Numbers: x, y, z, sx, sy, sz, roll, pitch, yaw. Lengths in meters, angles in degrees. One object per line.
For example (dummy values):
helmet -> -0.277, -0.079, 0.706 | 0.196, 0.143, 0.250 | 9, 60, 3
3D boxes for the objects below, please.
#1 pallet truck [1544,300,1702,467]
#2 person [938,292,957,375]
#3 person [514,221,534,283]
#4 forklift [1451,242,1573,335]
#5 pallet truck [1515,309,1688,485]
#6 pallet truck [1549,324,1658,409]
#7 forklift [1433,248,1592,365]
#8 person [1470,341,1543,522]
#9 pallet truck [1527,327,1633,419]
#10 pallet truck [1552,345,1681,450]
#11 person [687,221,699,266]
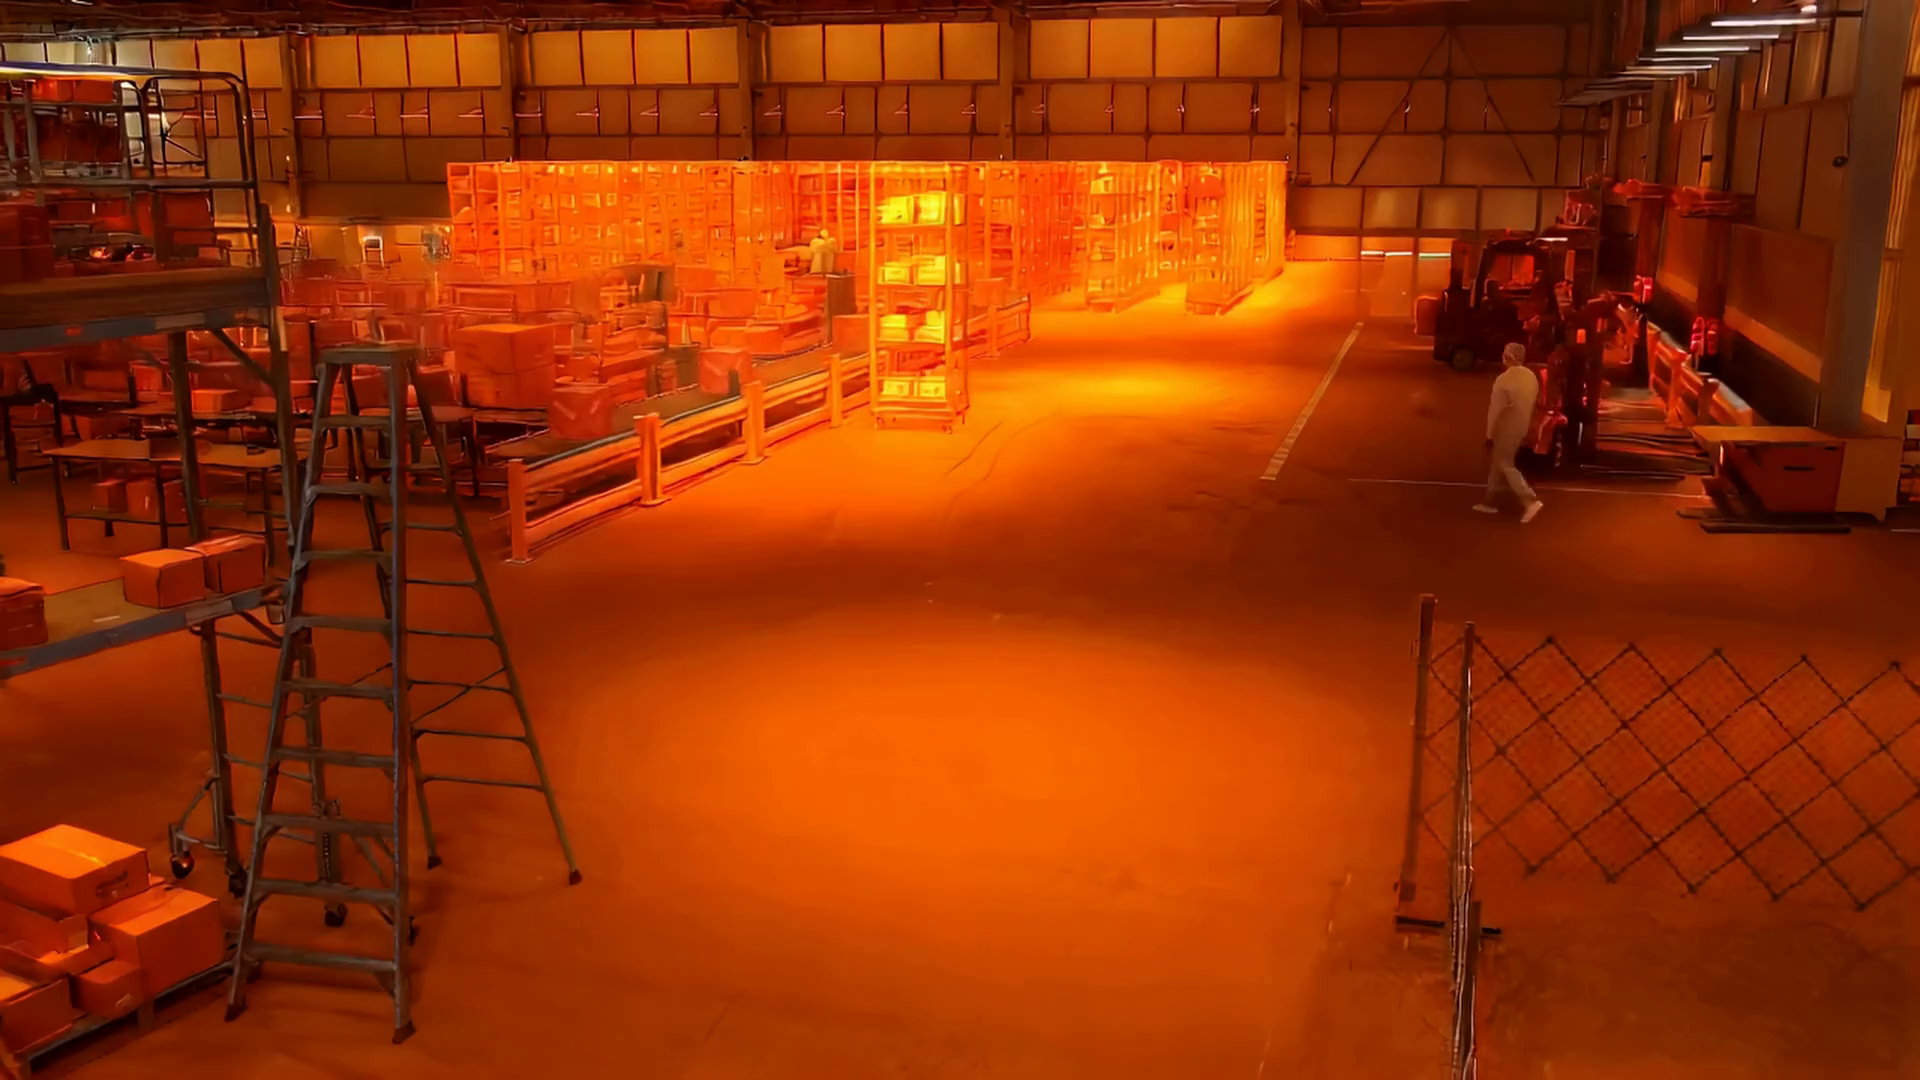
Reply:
pallet truck -> 8.263, -1.952, 20.631 | 1.885, 1.965, 0.823 | 5, 14, 20
person -> -0.236, -3.529, 27.360 | 0.388, 2.036, 0.605 | 0, 13, -1
person -> -12.972, -8.633, 49.657 | 0.604, 1.911, 0.840 | 6, 14, 24
forklift -> 10.464, -4.597, 31.405 | 2.680, 1.987, 1.157 | 4, 14, 16
pallet truck -> 7.554, -1.677, 19.446 | 1.885, 1.965, 0.823 | 3, 13, 14
pallet truck -> 9.824, -2.669, 25.407 | 1.601, 1.201, 0.680 | 4, 14, 16
forklift -> 9.780, -4.111, 29.280 | 2.680, 1.987, 1.157 | 3, 13, 14
person -> 5.792, -1.146, 17.420 | 0.649, 1.873, 0.897 | -10, 16, -37
pallet truck -> 9.065, -2.460, 24.370 | 1.522, 1.261, 0.704 | 3, 13, 14
pallet truck -> 8.641, -1.896, 21.908 | 1.630, 1.274, 0.653 | 4, 14, 16
person -> -8.142, -8.871, 50.887 | 0.403, 1.827, 0.601 | -5, 14, -21
